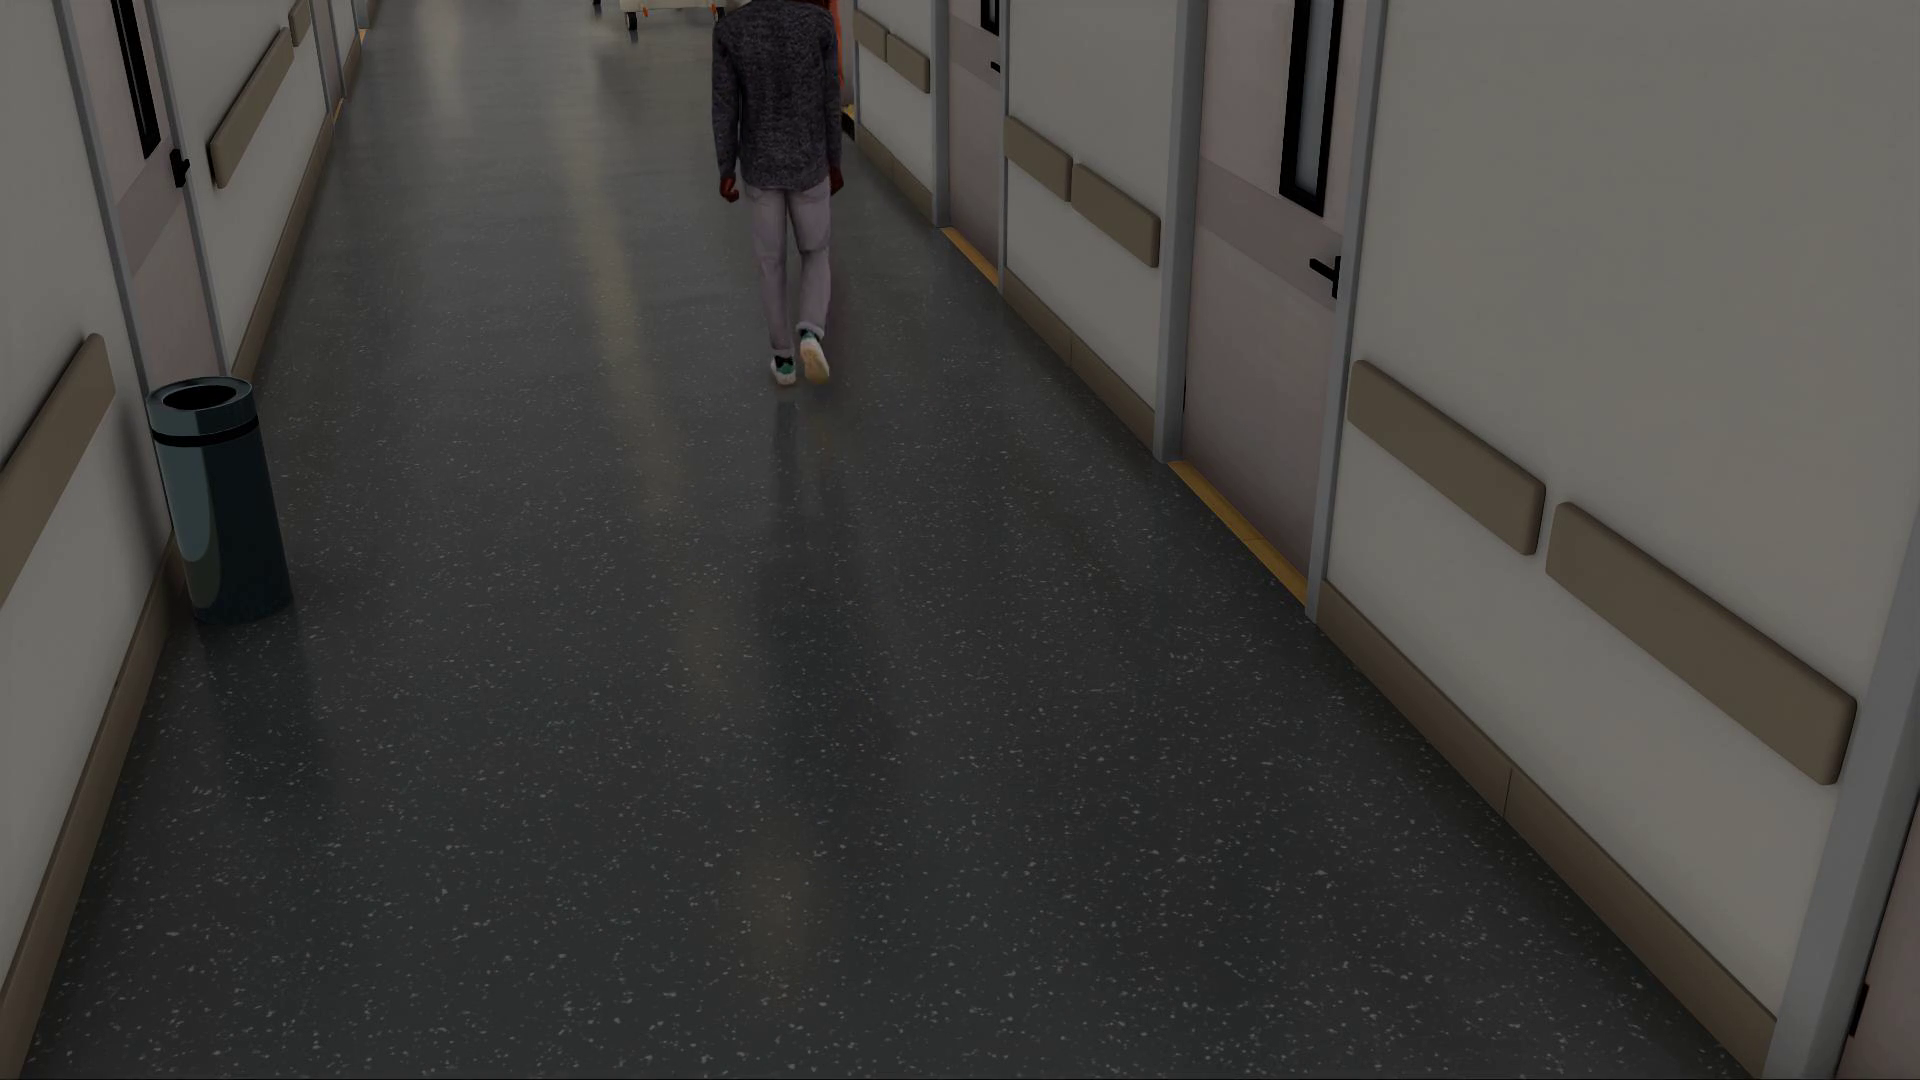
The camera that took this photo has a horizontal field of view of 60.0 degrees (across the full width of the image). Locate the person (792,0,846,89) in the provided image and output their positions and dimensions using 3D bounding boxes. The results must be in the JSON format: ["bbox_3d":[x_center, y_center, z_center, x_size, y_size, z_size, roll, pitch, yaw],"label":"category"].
[{"bbox_3d":[-0.876,-2.728,9.657,1.012,1.504,0.694,-3,26,-7],"label":"person"}]

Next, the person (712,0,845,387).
[{"bbox_3d":[-0.698,-1.465,6.679,0.790,1.822,0.779,-4,26,-9],"label":"person"}]
